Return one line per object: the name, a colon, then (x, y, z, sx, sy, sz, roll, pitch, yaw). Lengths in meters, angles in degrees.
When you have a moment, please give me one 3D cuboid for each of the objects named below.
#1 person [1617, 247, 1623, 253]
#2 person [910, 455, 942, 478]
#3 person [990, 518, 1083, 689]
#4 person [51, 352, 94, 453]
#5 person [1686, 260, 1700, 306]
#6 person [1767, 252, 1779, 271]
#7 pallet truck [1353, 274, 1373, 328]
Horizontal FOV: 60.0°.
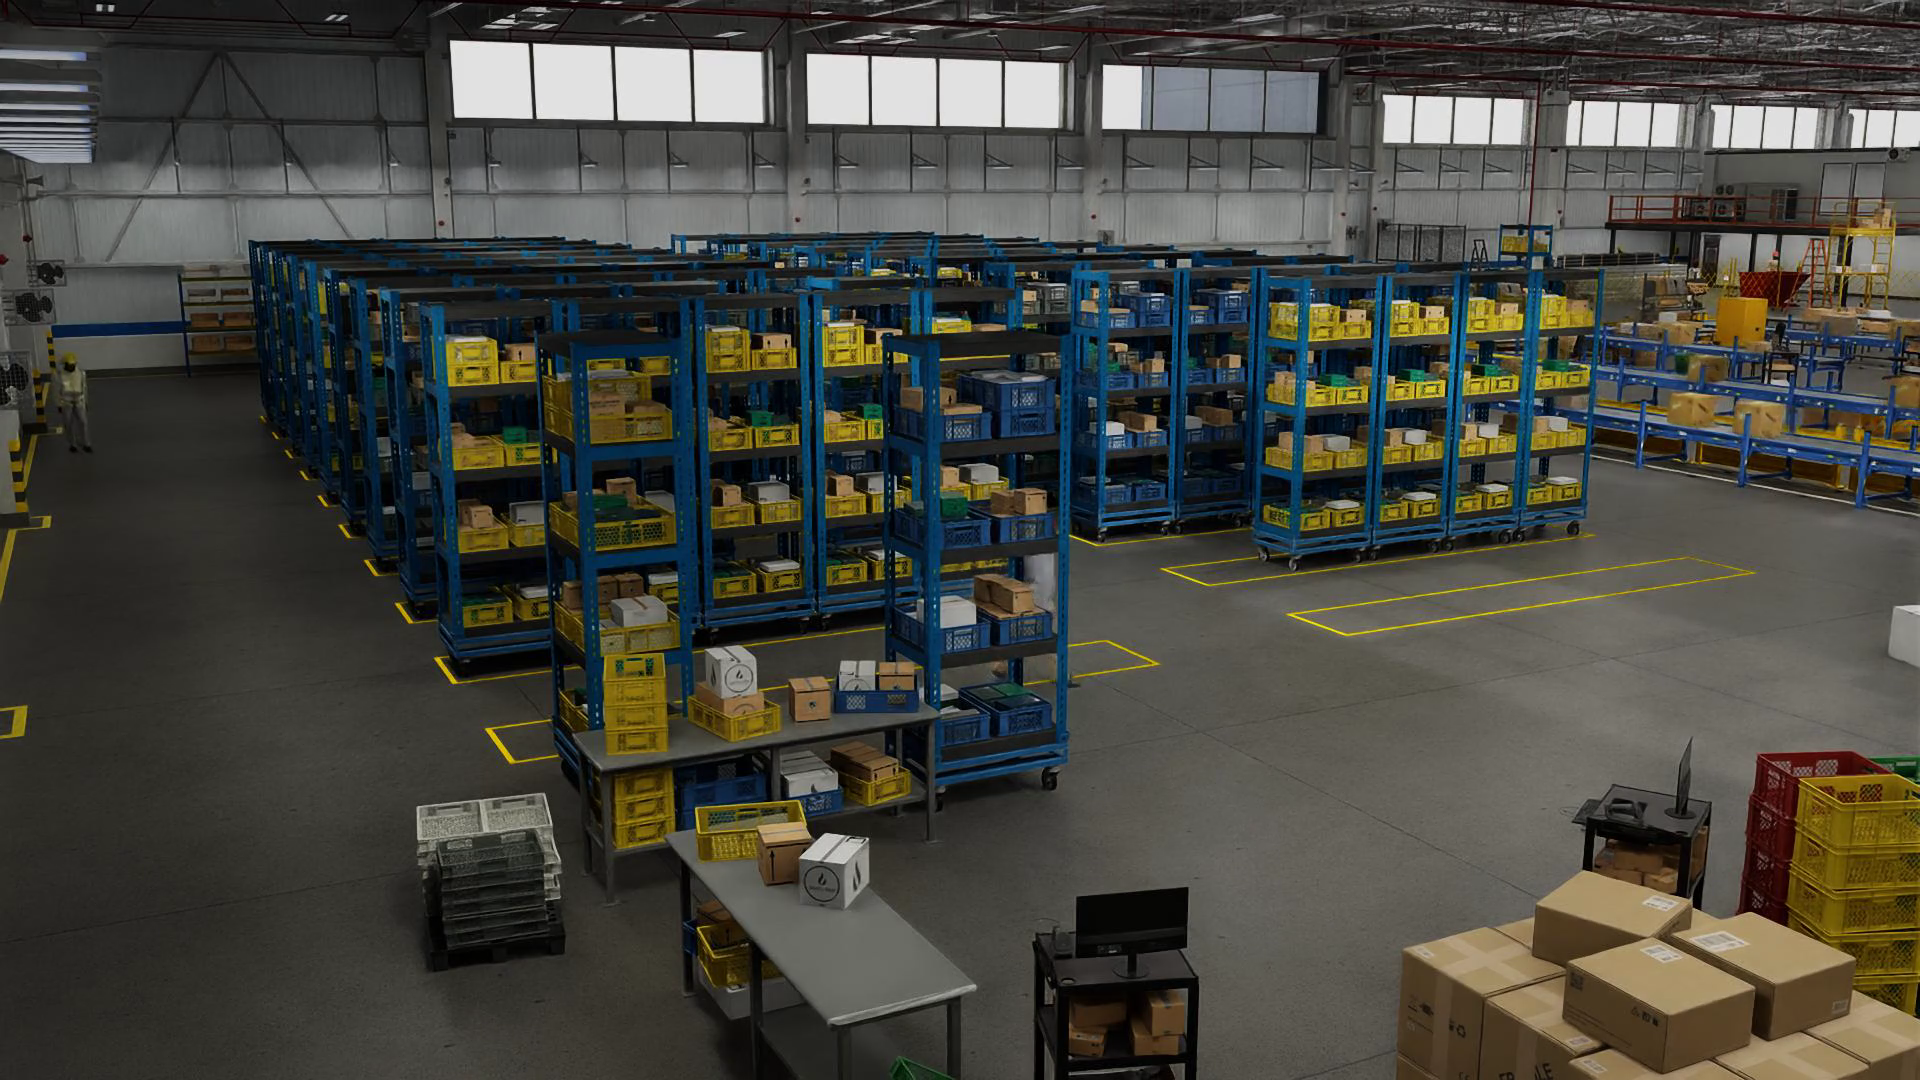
person: (29.805, -12.302, 75.291, 0.585, 1.929, 0.370, -6, 13, -26)
person: (-0.524, -1.144, 23.317, 0.563, 1.837, 0.389, -6, 13, -26)
person: (0.691, 0.559, 15.655, 0.873, 1.714, 0.565, 6, 14, 27)
person: (-15.610, -2.400, 29.289, 0.584, 1.791, 0.829, -10, 16, -40)
person: (27.914, -9.709, 63.271, 0.573, 1.883, 0.355, -6, 13, -26)
person: (34.208, -11.165, 69.979, 0.542, 1.927, 0.374, -6, 13, -26)
pallet truck: (13.011, -8.050, 55.243, 0.823, 1.965, 1.885, -7, 14, -28)
